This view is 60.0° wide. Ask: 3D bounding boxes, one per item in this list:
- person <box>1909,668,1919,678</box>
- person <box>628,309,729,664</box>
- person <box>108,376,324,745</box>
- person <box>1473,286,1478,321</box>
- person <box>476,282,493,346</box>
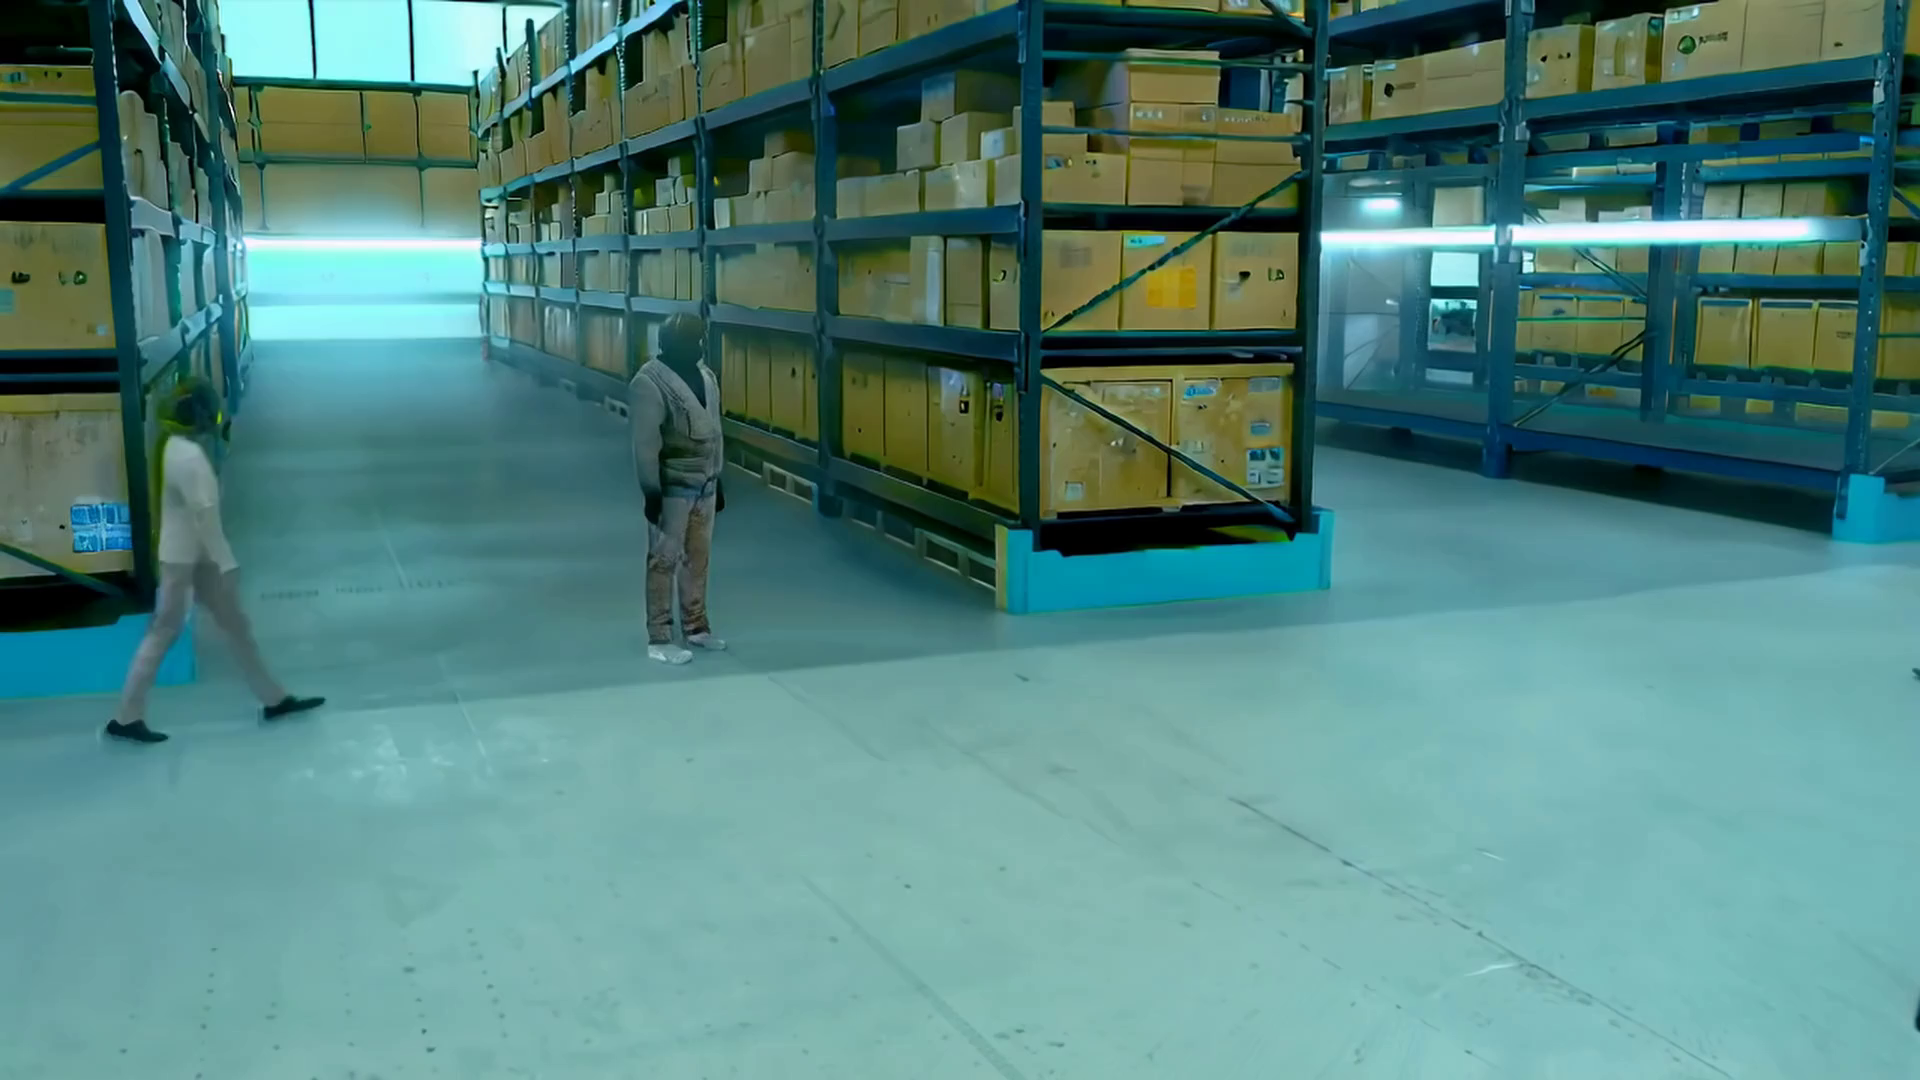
[{"bbox_3d":[4.986,-0.212,8.031,0.407,1.913,0.641,-2,10,-14],"label":"person"},{"bbox_3d":[-1.445,-0.276,8.668,0.431,1.836,0.618,5,11,27],"label":"person"},{"bbox_3d":[-3.310,0.086,7.224,0.872,1.587,0.512,-3,10,-19],"label":"person"},{"bbox_3d":[15.828,-7.201,50.483,0.842,1.720,0.569,-3,10,-20],"label":"person"},{"bbox_3d":[-11.112,-5.265,39.105,0.515,1.641,0.315,2,10,10],"label":"person"}]
